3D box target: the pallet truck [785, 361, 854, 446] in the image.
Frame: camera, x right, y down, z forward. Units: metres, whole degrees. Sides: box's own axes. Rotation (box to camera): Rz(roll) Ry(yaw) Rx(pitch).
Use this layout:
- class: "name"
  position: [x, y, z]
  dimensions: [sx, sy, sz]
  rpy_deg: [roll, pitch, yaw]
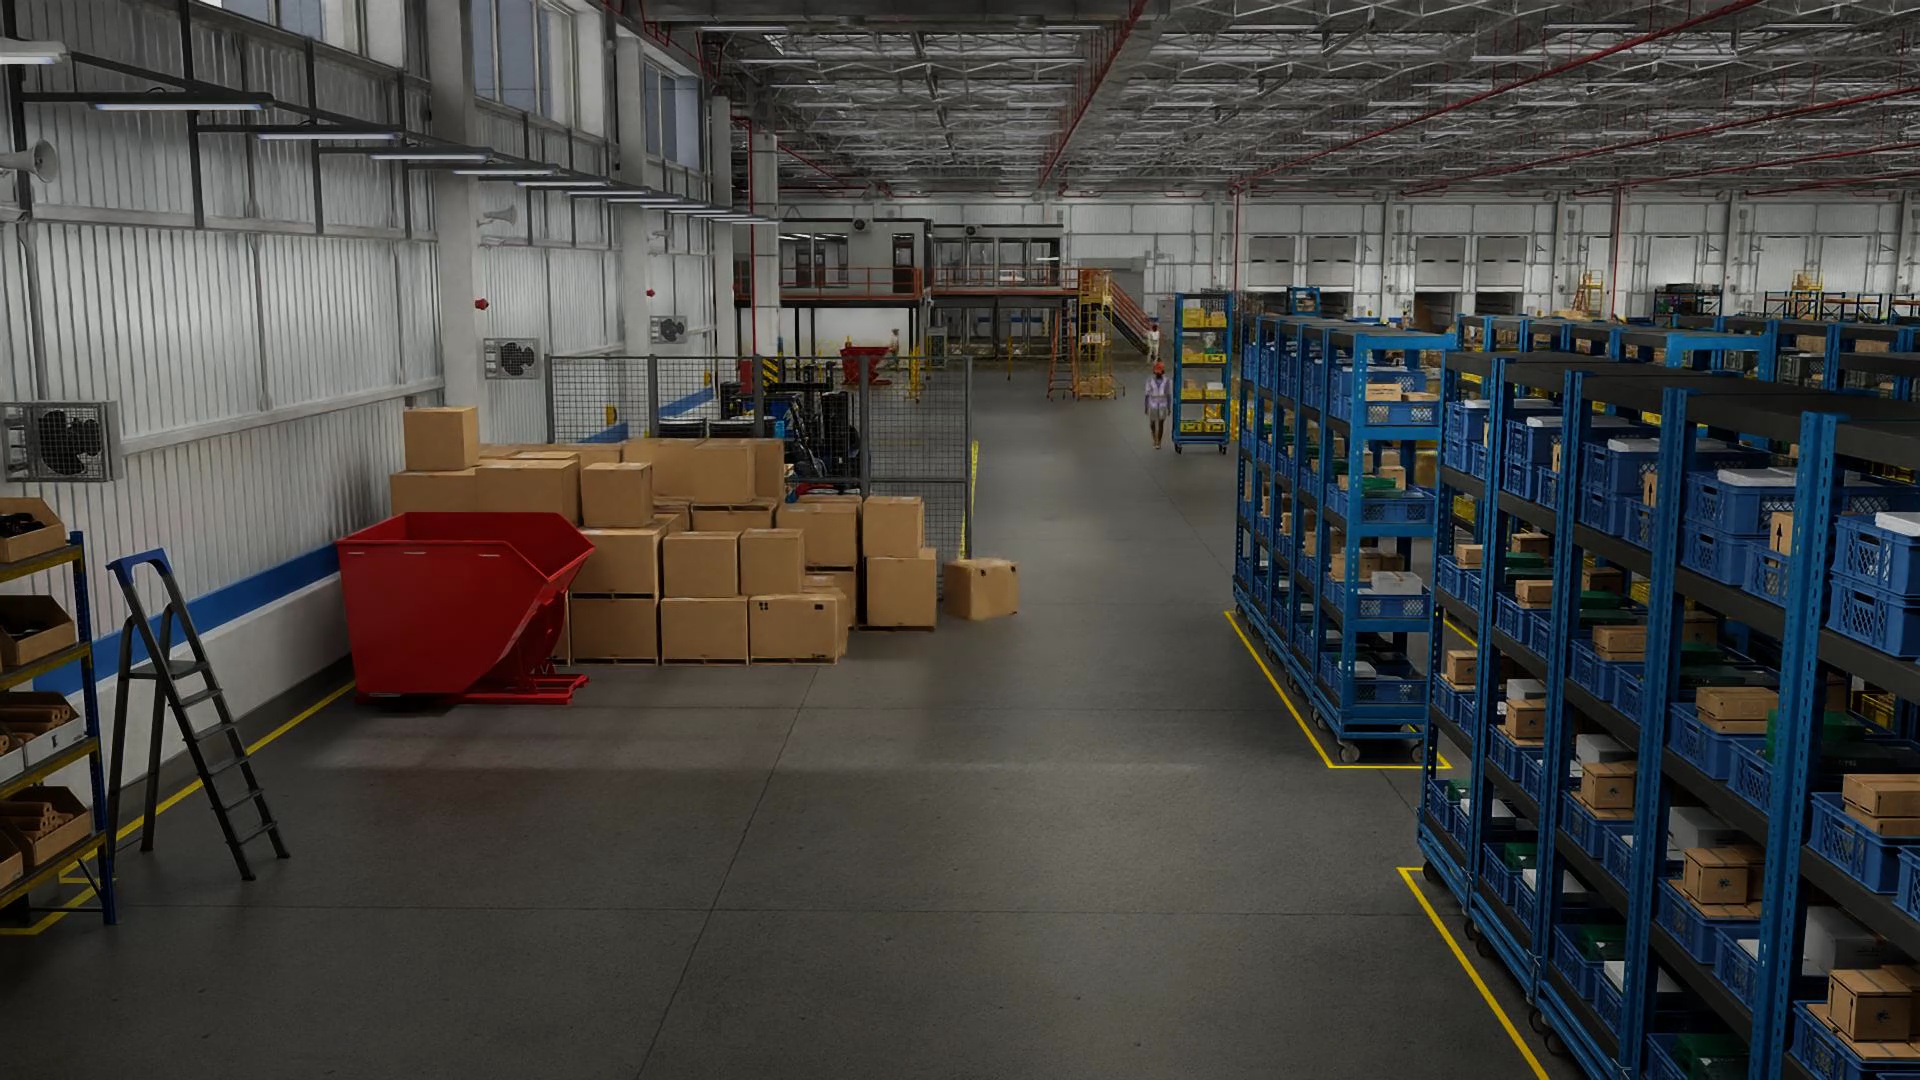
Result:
- class: "pallet truck"
  position: [-3.410, -3.193, 38.978]
  dimensions: [1.885, 1.965, 0.823]
  rpy_deg: [0, 9, -1]

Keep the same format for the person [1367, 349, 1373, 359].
- class: "person"
  position: [12.955, -5.237, 52.151]
  dimensions: [0.403, 1.821, 0.596]
  rpy_deg: [-2, 9, -13]

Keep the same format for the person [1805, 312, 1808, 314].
- class: "person"
  position: [44.752, -11.119, 88.070]
  dimensions: [0.370, 1.934, 0.627]
  rpy_deg: [8, 12, 39]

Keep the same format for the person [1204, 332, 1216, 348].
- class: "person"
  position: [11.536, -9.289, 77.044]
  dimensions: [0.591, 1.859, 0.823]
  rpy_deg: [-3, 10, -17]

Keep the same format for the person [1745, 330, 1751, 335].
- class: "person"
  position: [34.769, -8.702, 73.259]
  dimensions: [0.781, 1.901, 0.555]
  rpy_deg: [5, 10, 27]

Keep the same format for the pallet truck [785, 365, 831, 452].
- class: "pallet truck"
  position: [-3.774, -2.976, 37.635]
  dimensions: [1.885, 1.965, 0.823]
  rpy_deg: [1, 9, 5]

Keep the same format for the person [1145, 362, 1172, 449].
- class: "person"
  position: [4.570, -3.099, 38.322]
  dimensions: [0.606, 2.028, 0.501]
  rpy_deg: [2, 9, 10]

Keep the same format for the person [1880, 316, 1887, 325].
- class: "person"
  position: [45.777, -10.193, 82.550]
  dimensions: [1.006, 1.878, 0.593]
  rpy_deg: [1, 9, 4]

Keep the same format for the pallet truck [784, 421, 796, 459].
- class: "pallet truck"
  position: [-4.013, -1.793, 32.705]
  dimensions: [1.601, 1.201, 0.680]
  rpy_deg: [0, 9, 1]

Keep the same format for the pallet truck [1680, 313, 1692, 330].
- class: "pallet truck"
  position: [36.315, -10.531, 84.244]
  dimensions: [0.823, 1.965, 1.885]
  rpy_deg: [-6, 11, -33]

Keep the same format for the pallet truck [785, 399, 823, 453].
- class: "pallet truck"
  position: [-3.814, -2.432, 36.419]
  dimensions: [1.630, 1.274, 0.653]
  rpy_deg: [0, 9, 1]

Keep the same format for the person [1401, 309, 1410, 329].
- class: "person"
  position: [25.220, -12.117, 94.280]
  dimensions: [0.588, 1.918, 0.394]
  rpy_deg: [-5, 11, -31]

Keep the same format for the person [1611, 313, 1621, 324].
- class: "person"
  position: [32.071, -10.133, 81.654]
  dimensions: [0.711, 2.000, 0.535]
  rpy_deg: [8, 12, 41]

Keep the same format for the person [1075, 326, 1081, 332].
- class: "person"
  position: [6.923, -12.365, 95.843]
  dimensions: [0.585, 1.911, 0.391]
  rpy_deg: [-6, 11, -31]

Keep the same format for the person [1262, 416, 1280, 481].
- class: "person"
  position: [5.111, -1.163, 27.252]
  dimensions: [0.546, 1.734, 0.772]
  rpy_deg: [-4, 10, -25]

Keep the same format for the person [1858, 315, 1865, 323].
- class: "person"
  position: [46.562, -10.705, 85.953]
  dimensions: [0.634, 1.800, 0.954]
  rpy_deg: [-6, 11, -34]

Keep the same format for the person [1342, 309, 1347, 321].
- class: "person"
  position: [22.685, -12.656, 97.816]
  dimensions: [0.539, 1.849, 0.571]
  rpy_deg: [6, 11, 34]

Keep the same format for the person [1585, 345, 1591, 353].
- class: "person"
  position: [21.749, -6.084, 57.171]
  dimensions: [0.545, 1.881, 1.012]
  rpy_deg: [8, 12, 42]

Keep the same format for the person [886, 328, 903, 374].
- class: "person"
  position: [-2.575, -7.454, 65.772]
  dimensions: [0.614, 1.833, 0.521]
  rpy_deg: [0, 9, -2]

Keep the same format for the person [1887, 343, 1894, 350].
- class: "person"
  position: [32.343, -6.036, 57.733]
  dimensions: [0.836, 1.595, 0.516]
  rpy_deg: [1, 9, 3]

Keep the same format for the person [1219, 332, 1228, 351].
- class: "person"
  position: [12.336, -9.468, 77.926]
  dimensions: [0.392, 1.919, 0.592]
  rpy_deg: [7, 11, 37]

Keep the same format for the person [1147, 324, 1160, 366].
- class: "person"
  position: [8.258, -8.312, 71.014]
  dimensions: [0.576, 1.855, 0.854]
  rpy_deg: [-2, 9, -14]

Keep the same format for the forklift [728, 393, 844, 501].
- class: "forklift"
  position: [-2.979, -1.316, 26.476]
  dimensions: [2.680, 1.987, 1.157]
  rpy_deg: [0, 9, 1]

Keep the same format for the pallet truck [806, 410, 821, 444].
- class: "pallet truck"
  position: [-3.559, -2.018, 33.905]
  dimensions: [1.522, 1.261, 0.704]
  rpy_deg: [0, 9, -1]

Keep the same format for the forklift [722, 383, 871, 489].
- class: "forklift"
  position: [-2.893, -1.687, 28.729]
  dimensions: [2.680, 1.987, 1.157]
  rpy_deg: [0, 9, -1]
